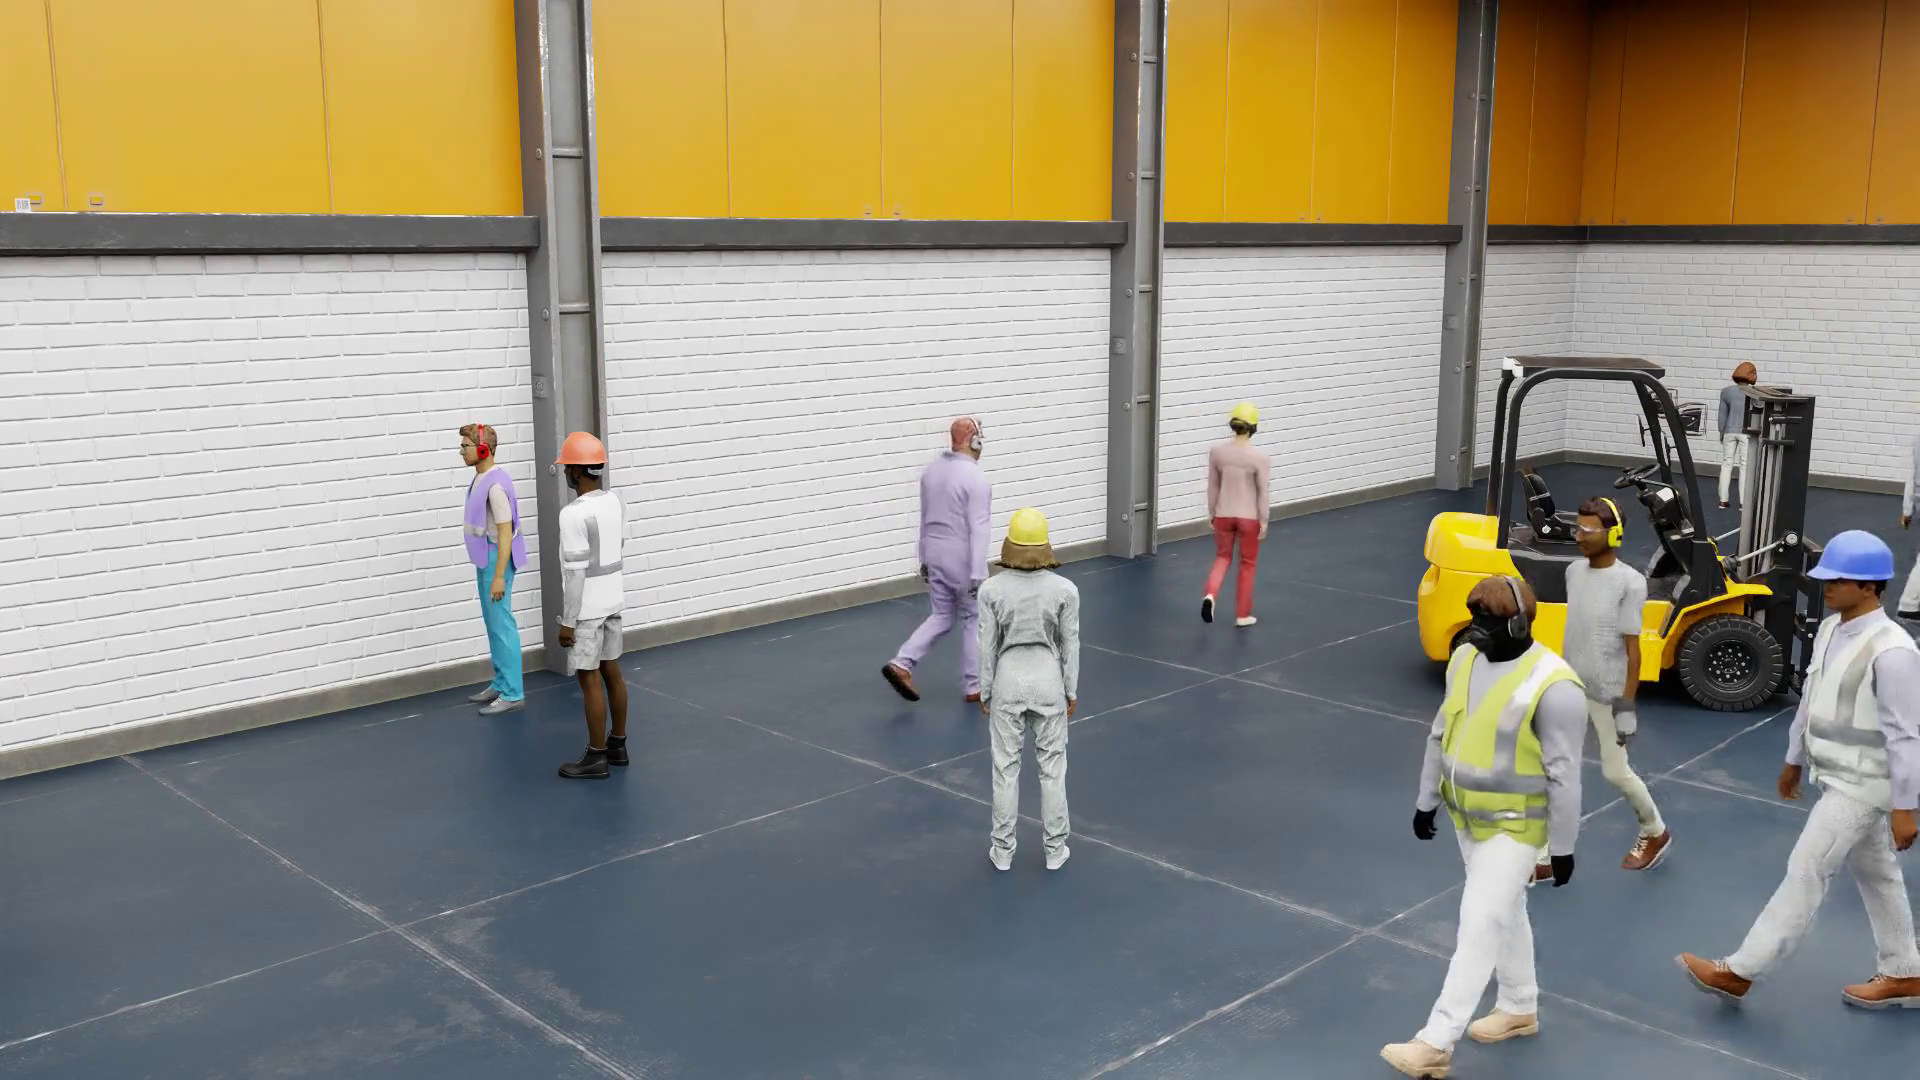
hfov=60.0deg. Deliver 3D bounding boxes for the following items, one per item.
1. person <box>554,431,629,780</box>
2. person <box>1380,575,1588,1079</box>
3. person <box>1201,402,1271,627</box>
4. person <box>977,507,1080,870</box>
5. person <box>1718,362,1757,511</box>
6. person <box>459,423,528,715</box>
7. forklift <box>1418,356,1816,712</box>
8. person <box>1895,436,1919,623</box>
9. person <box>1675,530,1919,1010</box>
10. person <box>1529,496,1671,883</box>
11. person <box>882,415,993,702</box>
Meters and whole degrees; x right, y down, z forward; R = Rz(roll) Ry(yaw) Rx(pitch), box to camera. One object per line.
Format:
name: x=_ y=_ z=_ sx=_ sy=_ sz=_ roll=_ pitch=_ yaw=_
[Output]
person: x=-2.060 y=0.364 z=9.242 sx=0.358 sy=1.938 sz=0.545 roll=3 pitch=11 yaw=18
person: x=1.834 y=1.023 z=6.012 sx=0.874 sy=1.803 sz=0.644 roll=-3 pitch=11 yaw=-18
person: x=2.105 y=-0.177 z=12.674 sx=0.538 sy=1.753 sz=0.513 roll=7 pitch=13 yaw=34
person: x=0.323 y=0.707 z=7.893 sx=0.489 sy=1.746 sz=0.286 roll=0 pitch=10 yaw=1
person: x=8.579 y=-1.142 z=18.279 sx=0.278 sy=1.633 sz=0.497 roll=-8 pitch=13 yaw=-37
person: x=-2.937 y=0.176 z=10.516 sx=0.373 sy=1.843 sz=0.572 roll=-5 pitch=11 yaw=-25
forklift: x=4.276 y=-0.101 z=11.076 sx=2.313 sy=2.155 sz=1.214 roll=2 pitch=11 yaw=13
person: x=7.734 y=-0.236 z=12.934 sx=0.952 sy=1.777 sz=0.607 roll=-1 pitch=10 yaw=-7
person: x=3.319 y=0.902 z=6.398 sx=1.002 sy=1.895 sz=0.646 roll=1 pitch=10 yaw=7
person: x=2.993 y=0.701 z=7.725 sx=0.926 sy=1.823 sz=0.529 roll=-4 pitch=11 yaw=-23
person: x=-0.094 y=0.144 z=10.633 sx=0.740 sy=1.872 sz=0.689 roll=-8 pitch=13 yaw=-38
